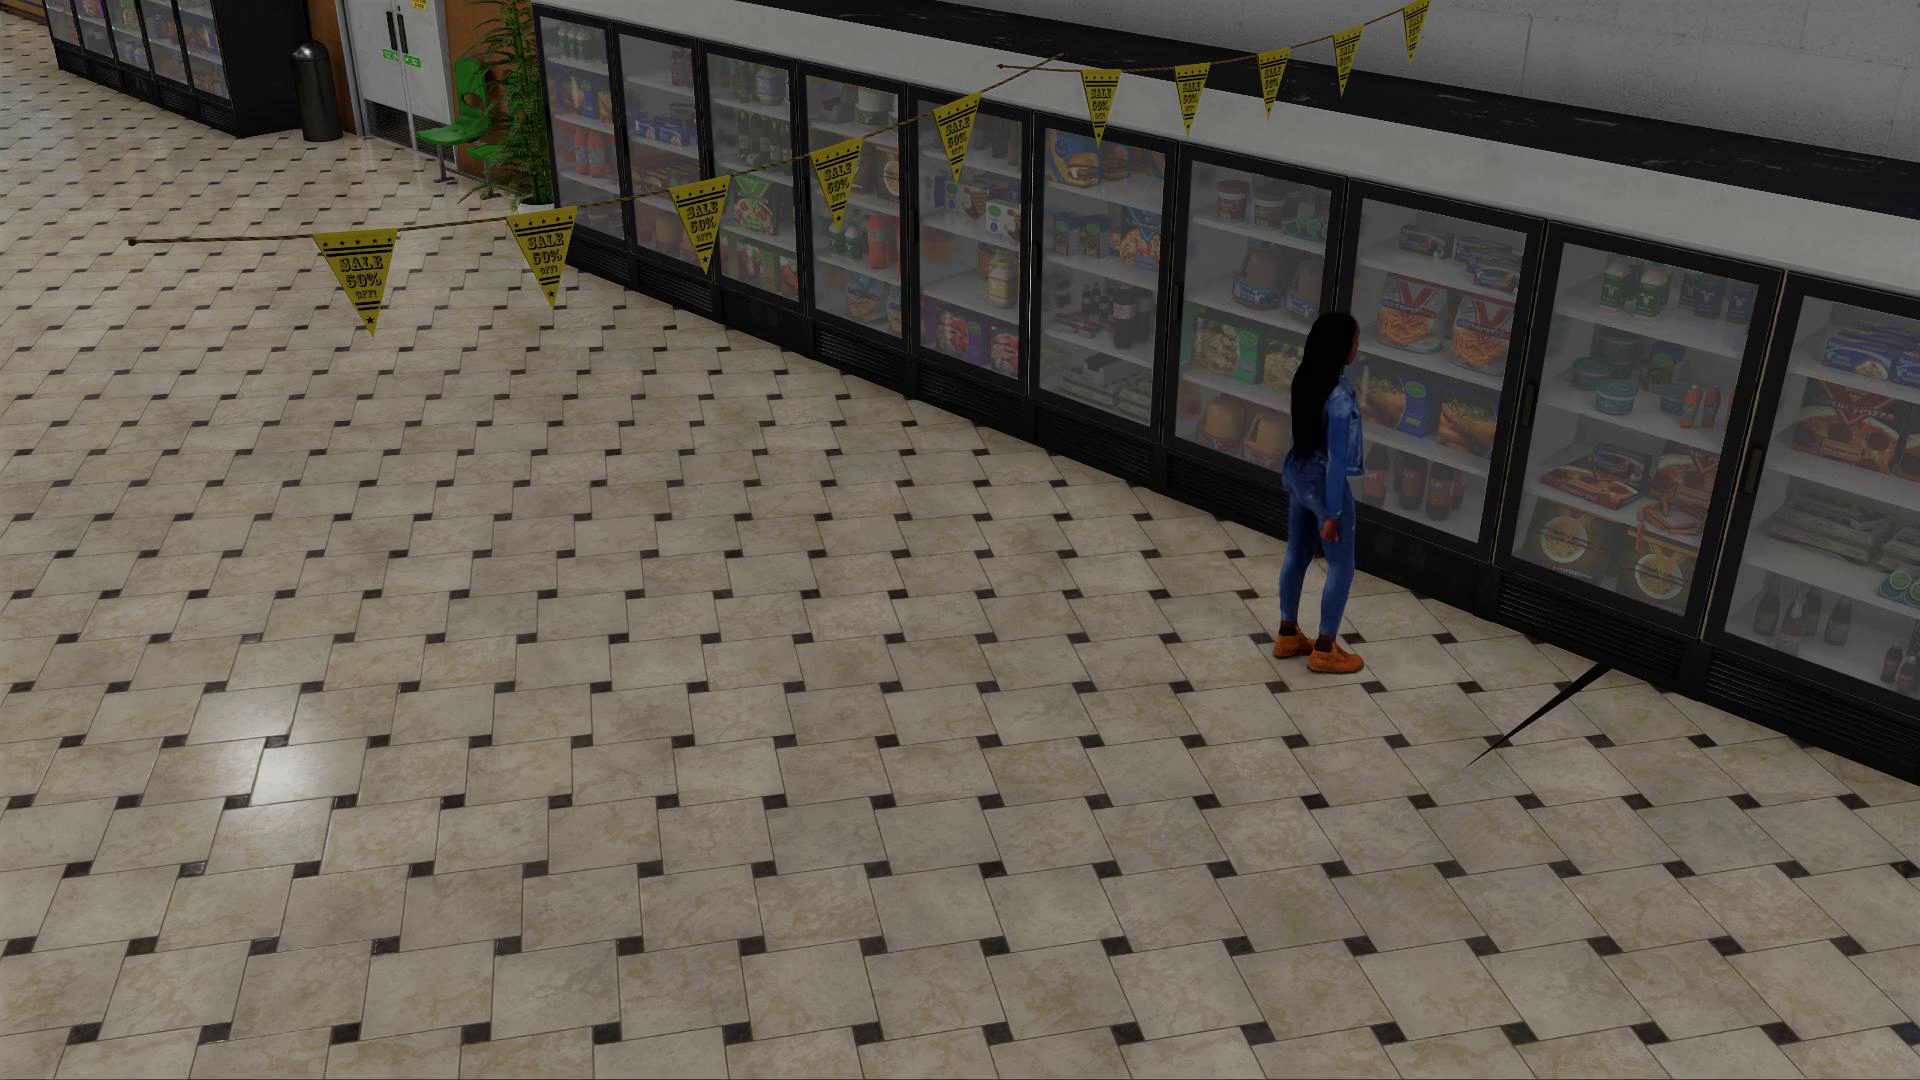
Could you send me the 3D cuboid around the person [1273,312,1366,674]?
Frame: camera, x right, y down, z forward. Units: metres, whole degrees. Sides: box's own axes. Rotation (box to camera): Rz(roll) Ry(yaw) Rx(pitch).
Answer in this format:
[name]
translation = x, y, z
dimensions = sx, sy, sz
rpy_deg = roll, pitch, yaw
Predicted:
[person]
translation = 1.537, -0.205, 7.453
dimensions = 0.769, 1.706, 0.738
rpy_deg = -7, 28, -13
